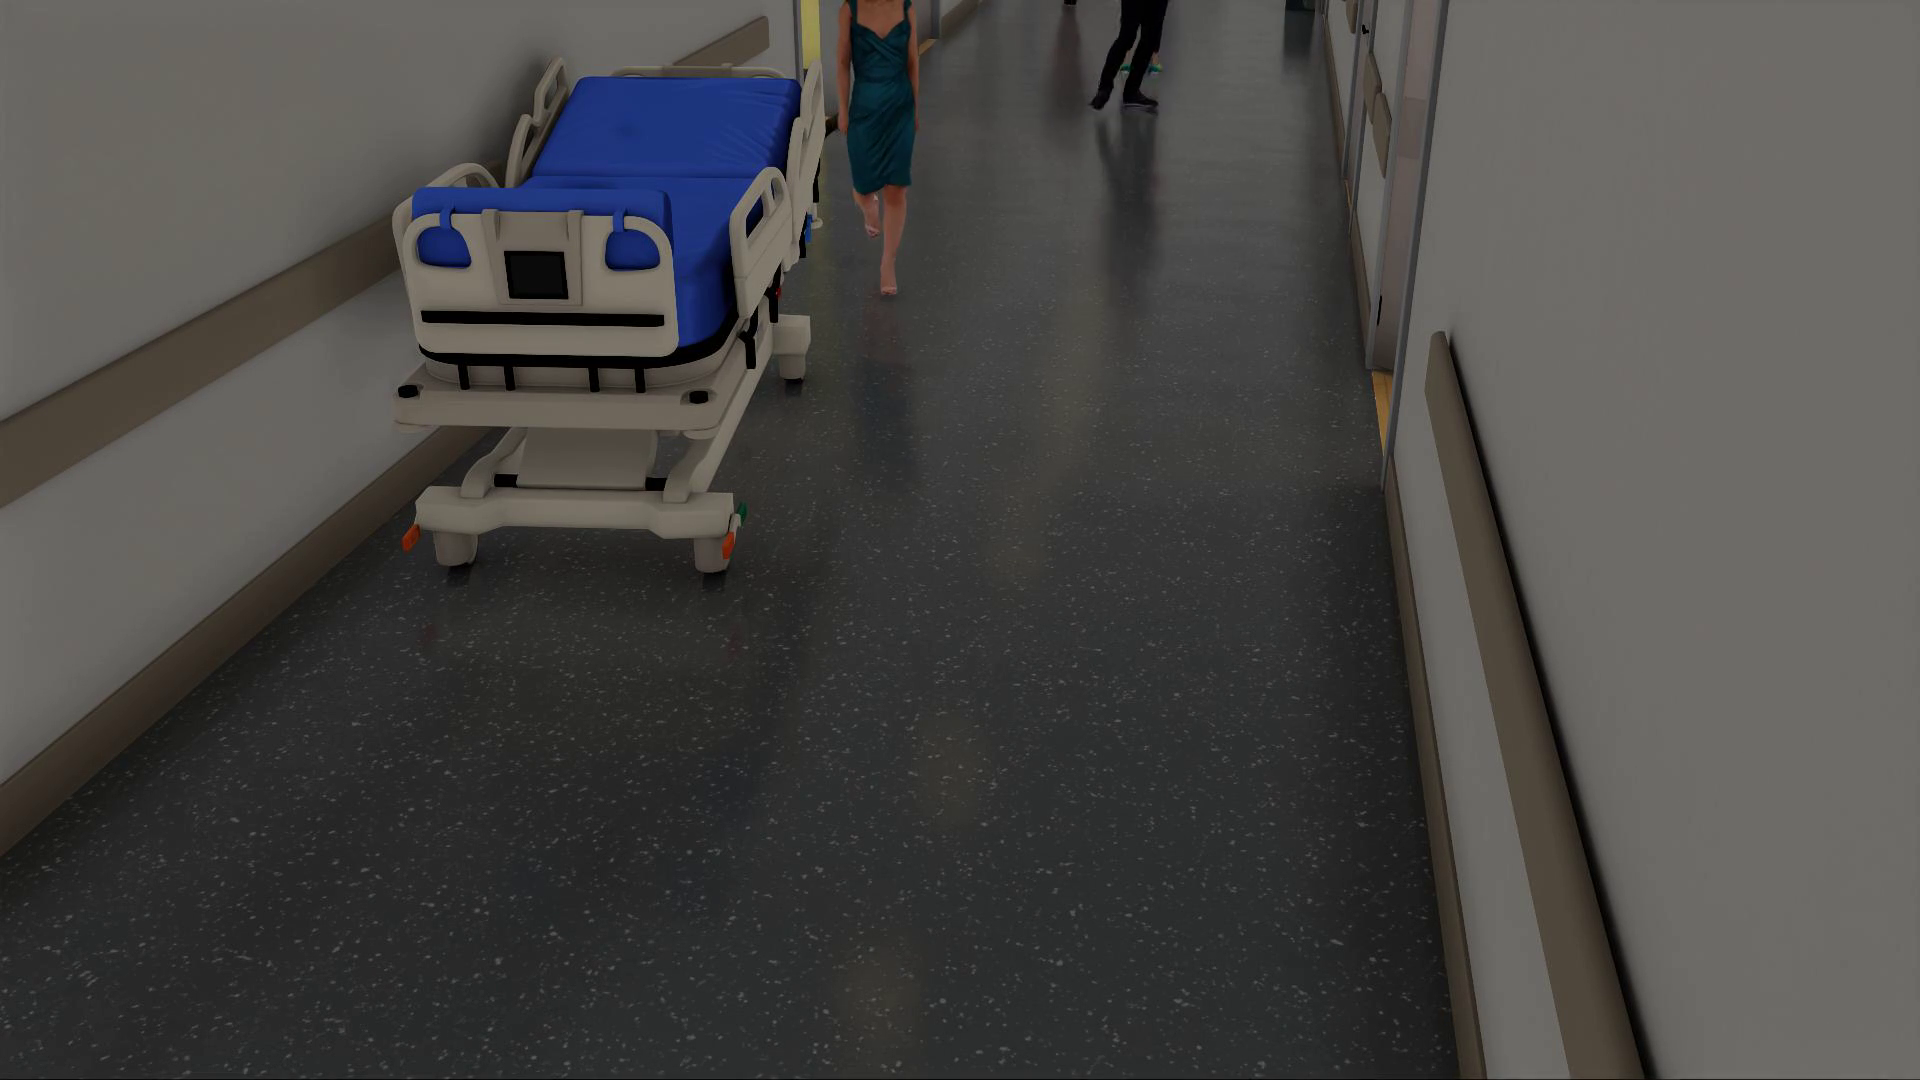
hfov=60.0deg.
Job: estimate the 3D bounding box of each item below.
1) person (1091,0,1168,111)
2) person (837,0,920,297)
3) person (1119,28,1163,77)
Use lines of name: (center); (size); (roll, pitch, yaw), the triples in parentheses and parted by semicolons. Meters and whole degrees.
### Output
person: (1.285, -3.990, 11.885); (0.881, 1.817, 0.922); (-12, 28, -23)
person: (-0.383, -2.044, 8.016); (0.888, 1.671, 0.769); (-3, 26, -6)
person: (1.483, -4.609, 13.300); (0.474, 1.702, 0.654); (3, 26, 7)
